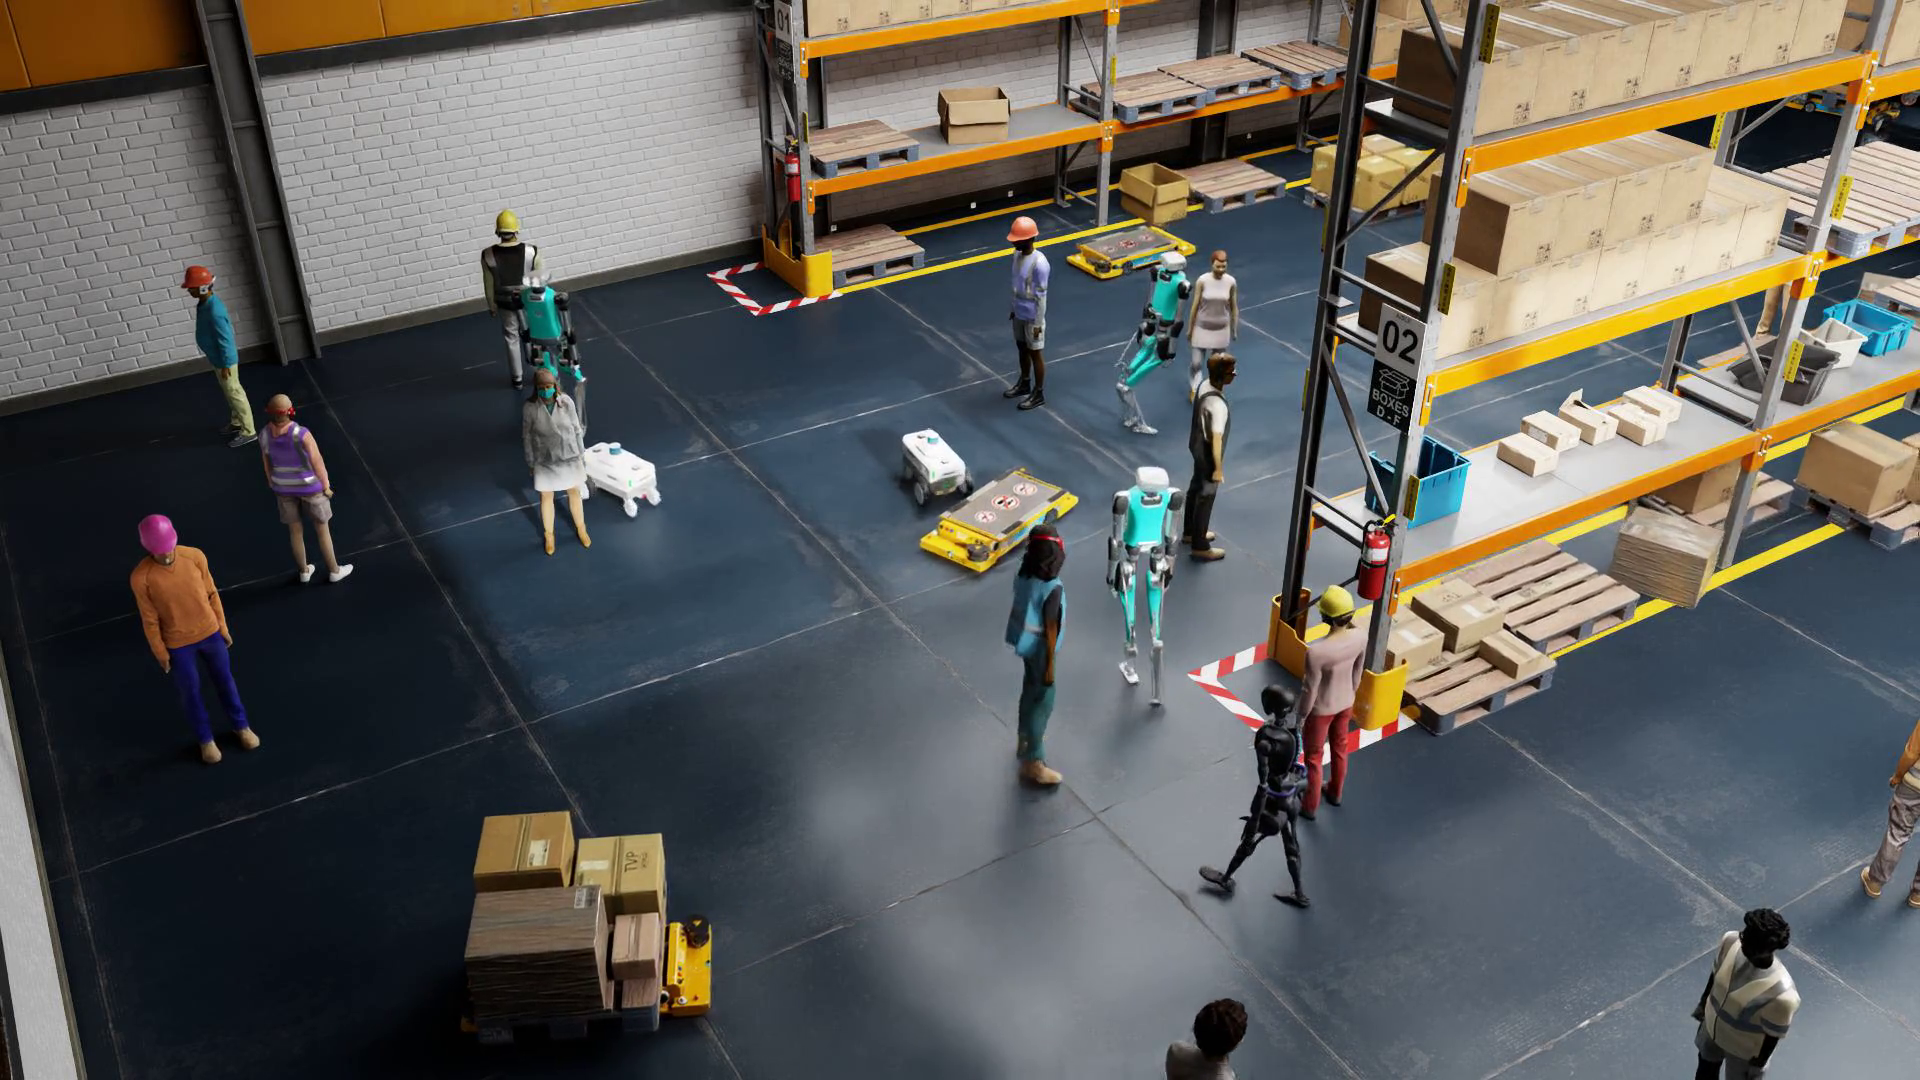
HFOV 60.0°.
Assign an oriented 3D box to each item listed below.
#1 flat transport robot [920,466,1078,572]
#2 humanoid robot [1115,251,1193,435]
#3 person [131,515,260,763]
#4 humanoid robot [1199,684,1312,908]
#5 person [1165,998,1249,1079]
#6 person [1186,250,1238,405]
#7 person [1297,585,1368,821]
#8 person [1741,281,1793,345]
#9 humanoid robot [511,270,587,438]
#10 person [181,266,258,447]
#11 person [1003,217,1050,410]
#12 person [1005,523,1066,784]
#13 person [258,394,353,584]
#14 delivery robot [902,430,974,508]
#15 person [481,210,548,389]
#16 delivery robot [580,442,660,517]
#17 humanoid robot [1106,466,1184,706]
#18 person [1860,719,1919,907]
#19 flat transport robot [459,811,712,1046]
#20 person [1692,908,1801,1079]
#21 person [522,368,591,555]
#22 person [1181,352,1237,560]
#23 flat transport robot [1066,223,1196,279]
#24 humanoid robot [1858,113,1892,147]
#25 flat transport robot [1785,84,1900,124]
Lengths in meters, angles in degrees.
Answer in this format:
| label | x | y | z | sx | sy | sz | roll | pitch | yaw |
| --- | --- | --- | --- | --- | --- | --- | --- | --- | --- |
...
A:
| label | x | y | z | sx | sy | sz | roll | pitch | yaw |
| --- | --- | --- | --- | --- | --- | --- | --- | --- | --- |
| flat transport robot | 0.353 | -0.198 | 14.400 | 0.659 | 0.231 | 1.431 | 22 | 38 | 31 |
| humanoid robot | 1.719 | -1.800 | 15.561 | 0.771 | 1.754 | 0.530 | -17 | 36 | -25 |
| person | -5.293 | 0.665 | 11.429 | 0.518 | 1.972 | 0.403 | -26 | 40 | -35 |
| humanoid robot | 1.909 | 1.562 | 10.283 | 0.702 | 1.631 | 0.610 | 19 | 37 | 28 |
| person | 1.218 | 2.859 | 8.028 | 0.528 | 1.852 | 0.958 | 24 | 39 | 33 |
| person | 2.424 | -2.005 | 15.977 | 0.500 | 1.649 | 0.333 | -1 | 32 | -1 |
| person | 2.407 | 1.065 | 10.977 | 0.532 | 1.765 | 0.329 | -19 | 37 | -27 |
| person | 8.467 | -2.723 | 17.028 | 0.331 | 1.749 | 0.572 | -15 | 35 | -22 |
| humanoid robot | -3.754 | -1.756 | 15.514 | 0.530 | 1.779 | 0.738 | 3 | 32 | 4 |
| person | -6.878 | -1.720 | 15.428 | 0.328 | 1.751 | 0.567 | -20 | 37 | -29 |
| person | 0.630 | -2.191 | 16.020 | 0.384 | 1.929 | 0.544 | -17 | 36 | -25 |
| person | 0.557 | 0.782 | 11.361 | 0.426 | 1.837 | 0.699 | -13 | 34 | -20 |
| person | -5.307 | -0.399 | 13.377 | 0.484 | 1.694 | 0.347 | 2 | 32 | 3 |
| delivery robot | -0.232 | -0.667 | 14.883 | 0.499 | 0.599 | 0.784 | -14 | 35 | -21 |
| person | -4.353 | -2.363 | 16.380 | 0.600 | 1.830 | 0.404 | -7 | 33 | -11 |
| delivery robot | -3.048 | -0.586 | 14.751 | 0.779 | 0.597 | 0.499 | 23 | 39 | 32 |
| humanoid robot | 1.394 | 0.429 | 12.111 | 0.555 | 1.891 | 0.778 | -7 | 33 | -11 |
| person | 6.008 | 1.514 | 10.250 | 0.475 | 1.777 | 0.310 | 14 | 35 | 20 |
| flat transport robot | -2.218 | 2.590 | 9.953 | 1.431 | 0.231 | 0.659 | -3 | 32 | -5 |
| person | 4.031 | 2.565 | 8.655 | 0.319 | 1.691 | 0.534 | -9 | 33 | -13 |
| person | -3.355 | -0.655 | 13.817 | 0.493 | 1.659 | 0.336 | -12 | 34 | -18 |
| person | 2.056 | -0.704 | 13.724 | 0.325 | 1.843 | 0.514 | -4 | 32 | -7 |
| flat transport robot | 2.011 | -3.389 | 19.488 | 1.431 | 0.231 | 0.659 | -20 | 37 | -29 |
| humanoid robot | 10.502 | -4.154 | 19.399 | 0.676 | 1.639 | 0.586 | -5 | 32 | -8 |
| flat transport robot | 12.800 | -6.322 | 24.166 | 1.431 | 0.231 | 0.659 | 27 | 41 | 36 |
